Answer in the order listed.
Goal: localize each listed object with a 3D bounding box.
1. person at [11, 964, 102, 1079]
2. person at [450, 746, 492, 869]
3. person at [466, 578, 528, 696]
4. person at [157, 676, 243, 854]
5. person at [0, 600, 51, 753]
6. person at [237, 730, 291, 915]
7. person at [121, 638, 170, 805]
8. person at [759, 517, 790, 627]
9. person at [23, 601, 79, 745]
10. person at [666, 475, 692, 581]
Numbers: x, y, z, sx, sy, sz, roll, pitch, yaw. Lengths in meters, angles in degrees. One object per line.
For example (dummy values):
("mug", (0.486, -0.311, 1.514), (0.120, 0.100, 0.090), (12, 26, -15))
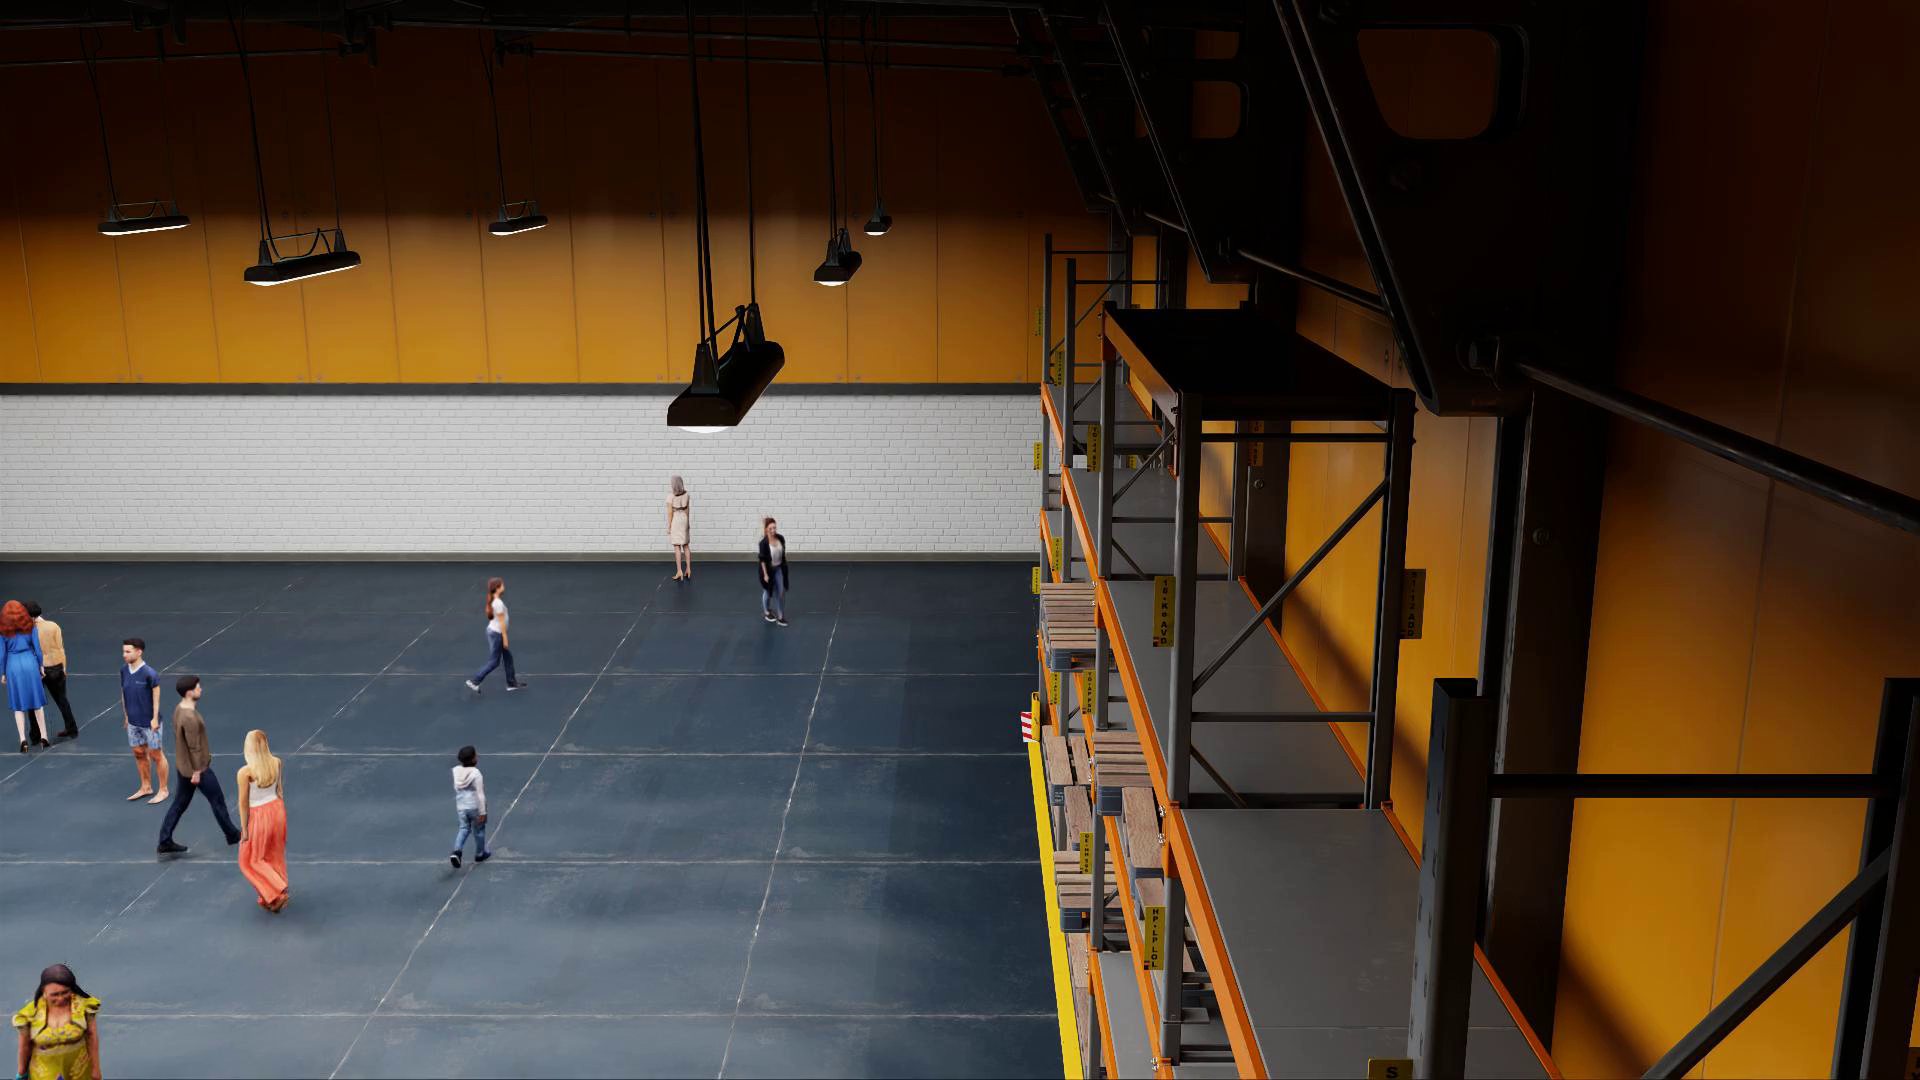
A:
("person", (-6.199, 3.650, 11.488), (1.260, 1.610, 1.399), (-10, 17, -35))
("person", (-4.871, 2.643, 16.412), (0.612, 1.250, 0.783), (4, 14, 17))
("person", (-6.049, 1.257, 21.513), (0.942, 1.543, 1.027), (-8, 16, -30))
("person", (-7.753, 2.283, 16.630), (1.192, 1.848, 1.172), (-11, 18, -39))
("person", (-10.995, 1.597, 19.505), (0.716, 1.827, 0.736), (-8, 16, -30))
("person", (-6.343, 2.630, 15.311), (0.915, 1.794, 0.885), (9, 17, 34))
("person", (-8.863, 1.934, 18.068), (0.688, 1.849, 0.677), (5, 15, 20))
("person", (-2.799, 0.458, 24.623), (0.917, 1.632, 1.021), (-12, 18, -40))
("person", (-10.925, 1.574, 19.782), (0.829, 1.742, 0.853), (-5, 14, -20))
("person", (-4.581, -0.210, 27.164), (0.691, 1.735, 0.747), (-12, 18, -42))
